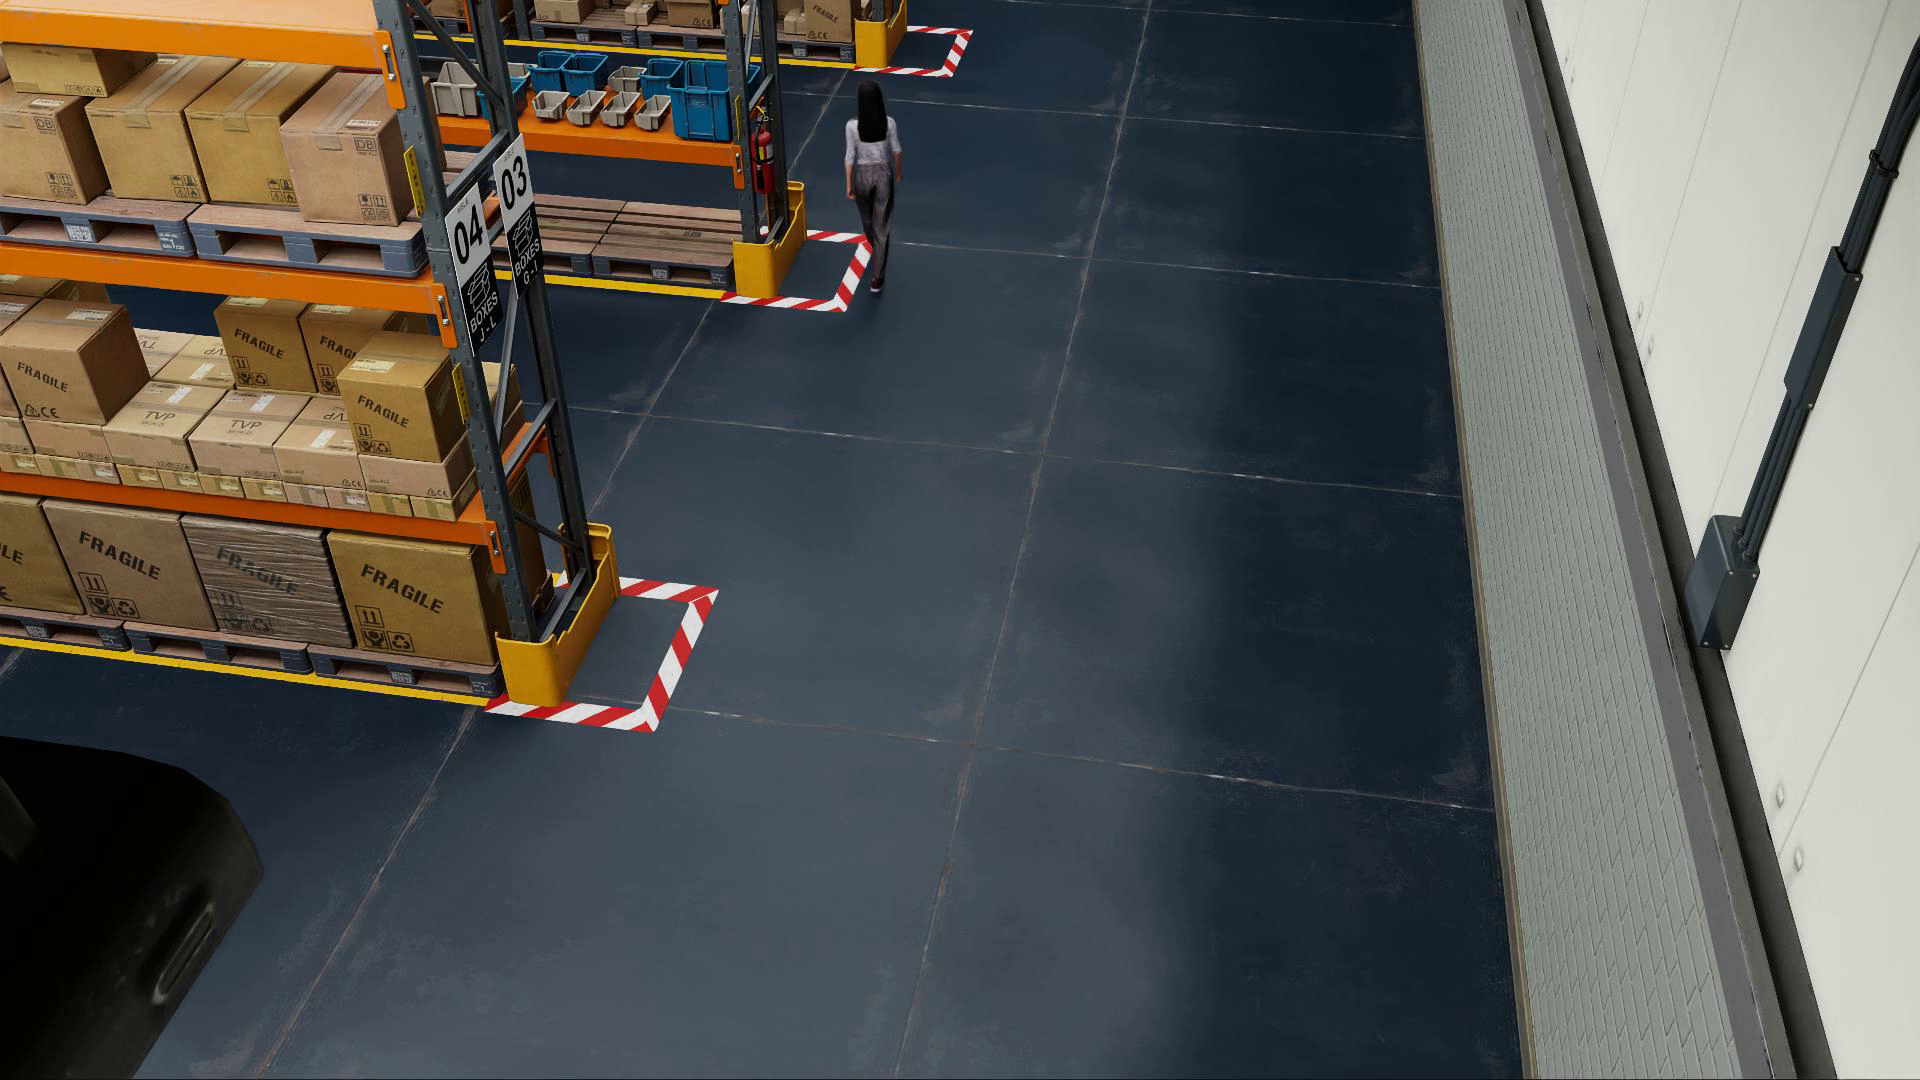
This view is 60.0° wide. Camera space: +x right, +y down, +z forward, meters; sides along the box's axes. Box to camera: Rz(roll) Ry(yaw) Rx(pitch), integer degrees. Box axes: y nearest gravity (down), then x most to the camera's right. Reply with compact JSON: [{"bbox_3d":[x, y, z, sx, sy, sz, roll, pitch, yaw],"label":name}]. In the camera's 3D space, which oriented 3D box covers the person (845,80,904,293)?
[{"bbox_3d":[-0.697,-2.833,13.540,1.141,1.670,0.820,1,38,1],"label":"person"}]
